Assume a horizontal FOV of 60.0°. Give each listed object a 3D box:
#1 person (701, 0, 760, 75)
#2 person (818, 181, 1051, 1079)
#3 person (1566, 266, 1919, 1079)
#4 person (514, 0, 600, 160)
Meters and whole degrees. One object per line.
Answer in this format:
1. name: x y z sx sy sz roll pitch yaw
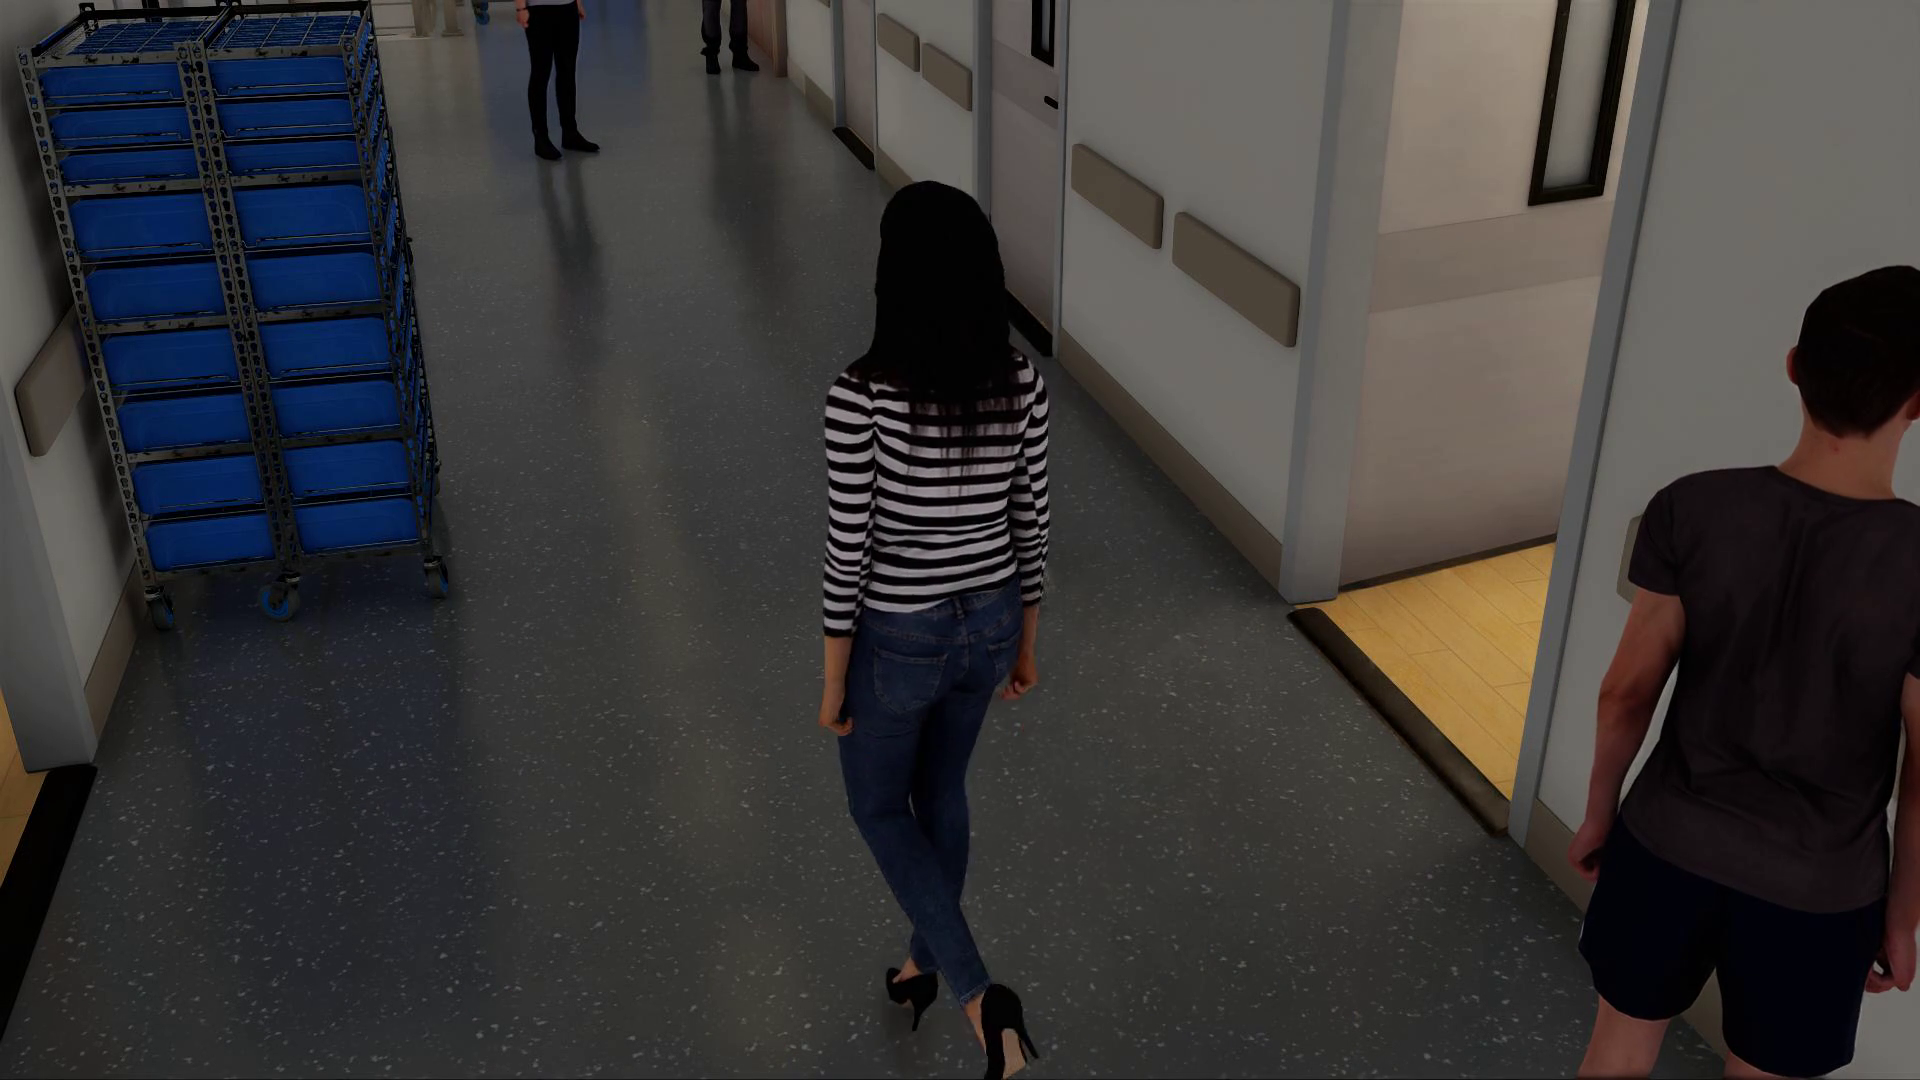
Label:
1. person: -1.904 -4.731 13.380 0.736 1.826 0.655 -11 28 -22
2. person: -0.014 0.277 3.039 0.723 1.769 0.933 -13 29 -25
3. person: 1.175 0.496 2.512 0.701 1.851 0.794 18 31 33
4. person: -2.627 -3.413 10.604 0.757 1.863 0.742 20 32 35
